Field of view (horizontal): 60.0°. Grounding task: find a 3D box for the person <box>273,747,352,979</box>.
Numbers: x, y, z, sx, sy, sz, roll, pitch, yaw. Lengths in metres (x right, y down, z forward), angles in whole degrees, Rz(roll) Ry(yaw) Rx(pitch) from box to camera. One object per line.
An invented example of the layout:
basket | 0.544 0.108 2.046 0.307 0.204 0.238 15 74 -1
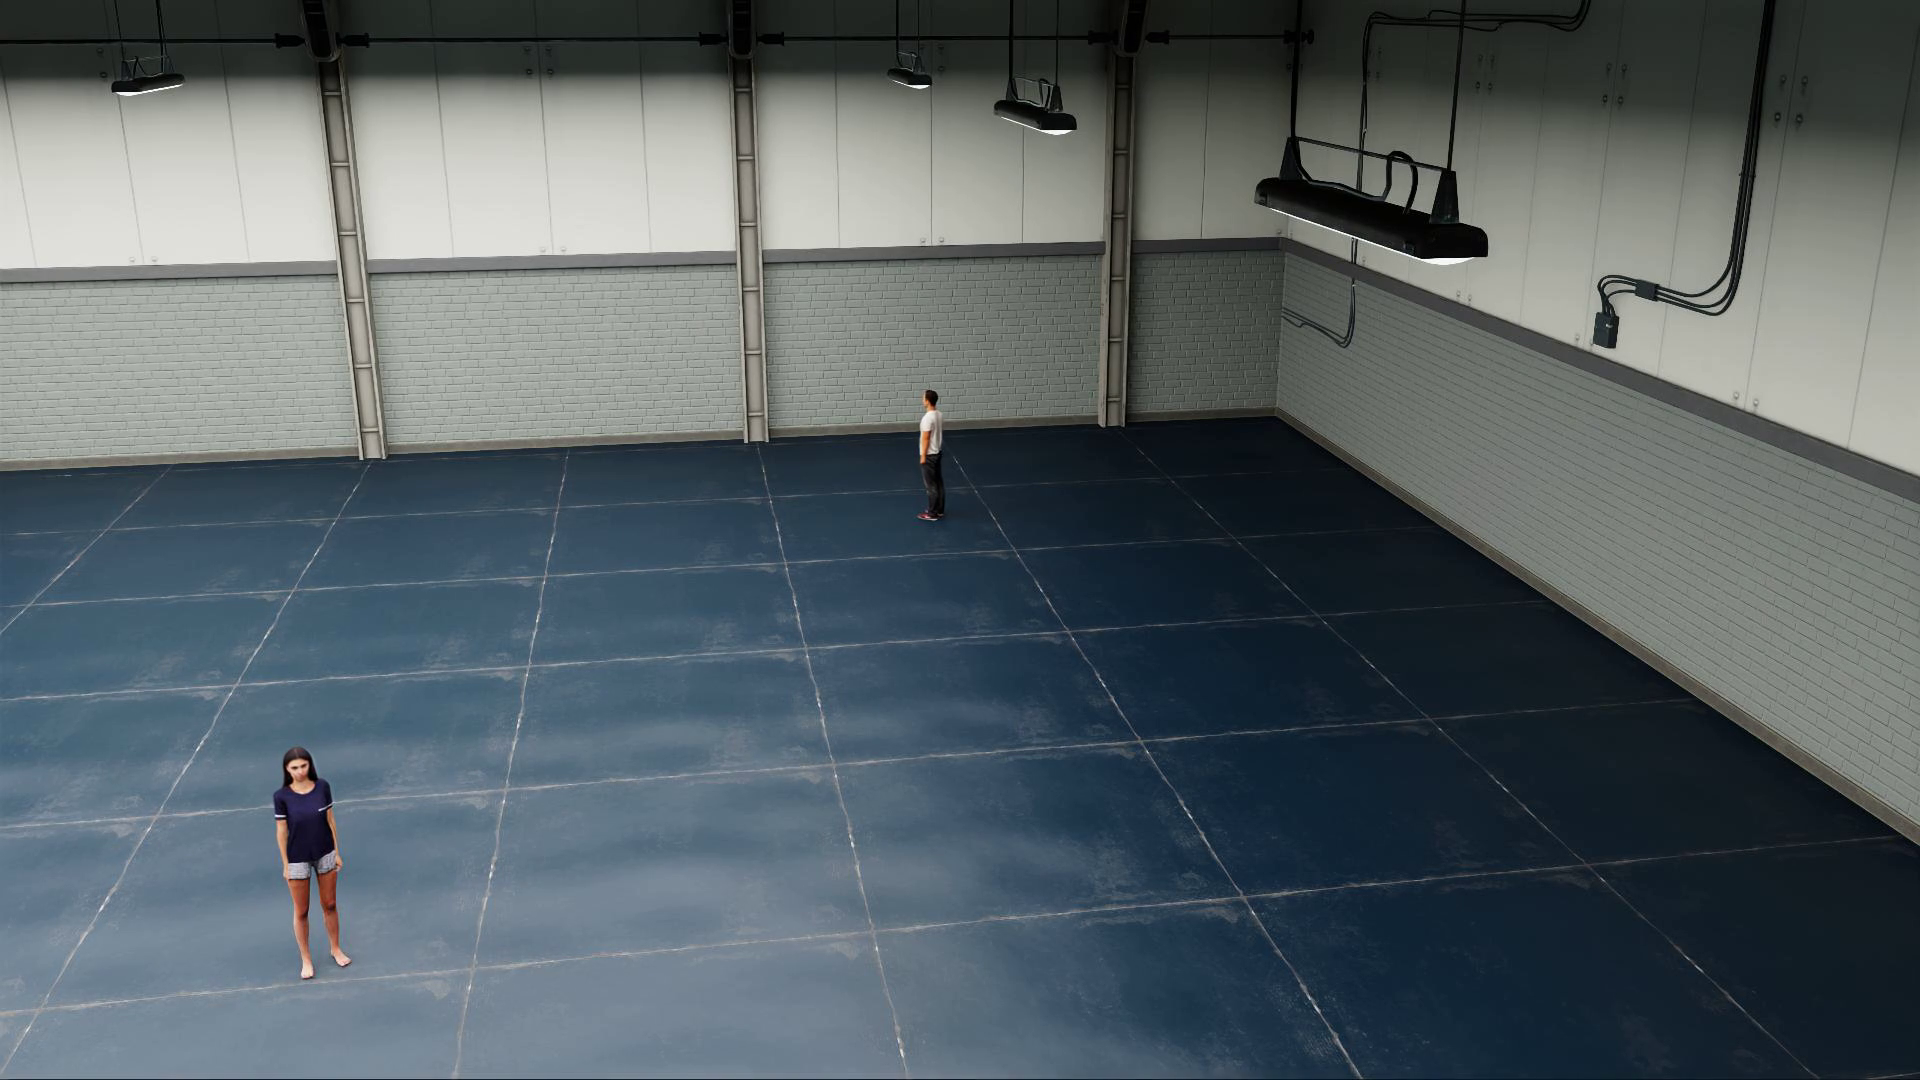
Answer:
person | -4.763 2.329 12.192 0.595 1.767 0.708 -13 22 -34

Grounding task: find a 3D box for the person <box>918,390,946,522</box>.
person | -0.380 -1.181 22.915 0.709 1.800 0.702 7 19 21
